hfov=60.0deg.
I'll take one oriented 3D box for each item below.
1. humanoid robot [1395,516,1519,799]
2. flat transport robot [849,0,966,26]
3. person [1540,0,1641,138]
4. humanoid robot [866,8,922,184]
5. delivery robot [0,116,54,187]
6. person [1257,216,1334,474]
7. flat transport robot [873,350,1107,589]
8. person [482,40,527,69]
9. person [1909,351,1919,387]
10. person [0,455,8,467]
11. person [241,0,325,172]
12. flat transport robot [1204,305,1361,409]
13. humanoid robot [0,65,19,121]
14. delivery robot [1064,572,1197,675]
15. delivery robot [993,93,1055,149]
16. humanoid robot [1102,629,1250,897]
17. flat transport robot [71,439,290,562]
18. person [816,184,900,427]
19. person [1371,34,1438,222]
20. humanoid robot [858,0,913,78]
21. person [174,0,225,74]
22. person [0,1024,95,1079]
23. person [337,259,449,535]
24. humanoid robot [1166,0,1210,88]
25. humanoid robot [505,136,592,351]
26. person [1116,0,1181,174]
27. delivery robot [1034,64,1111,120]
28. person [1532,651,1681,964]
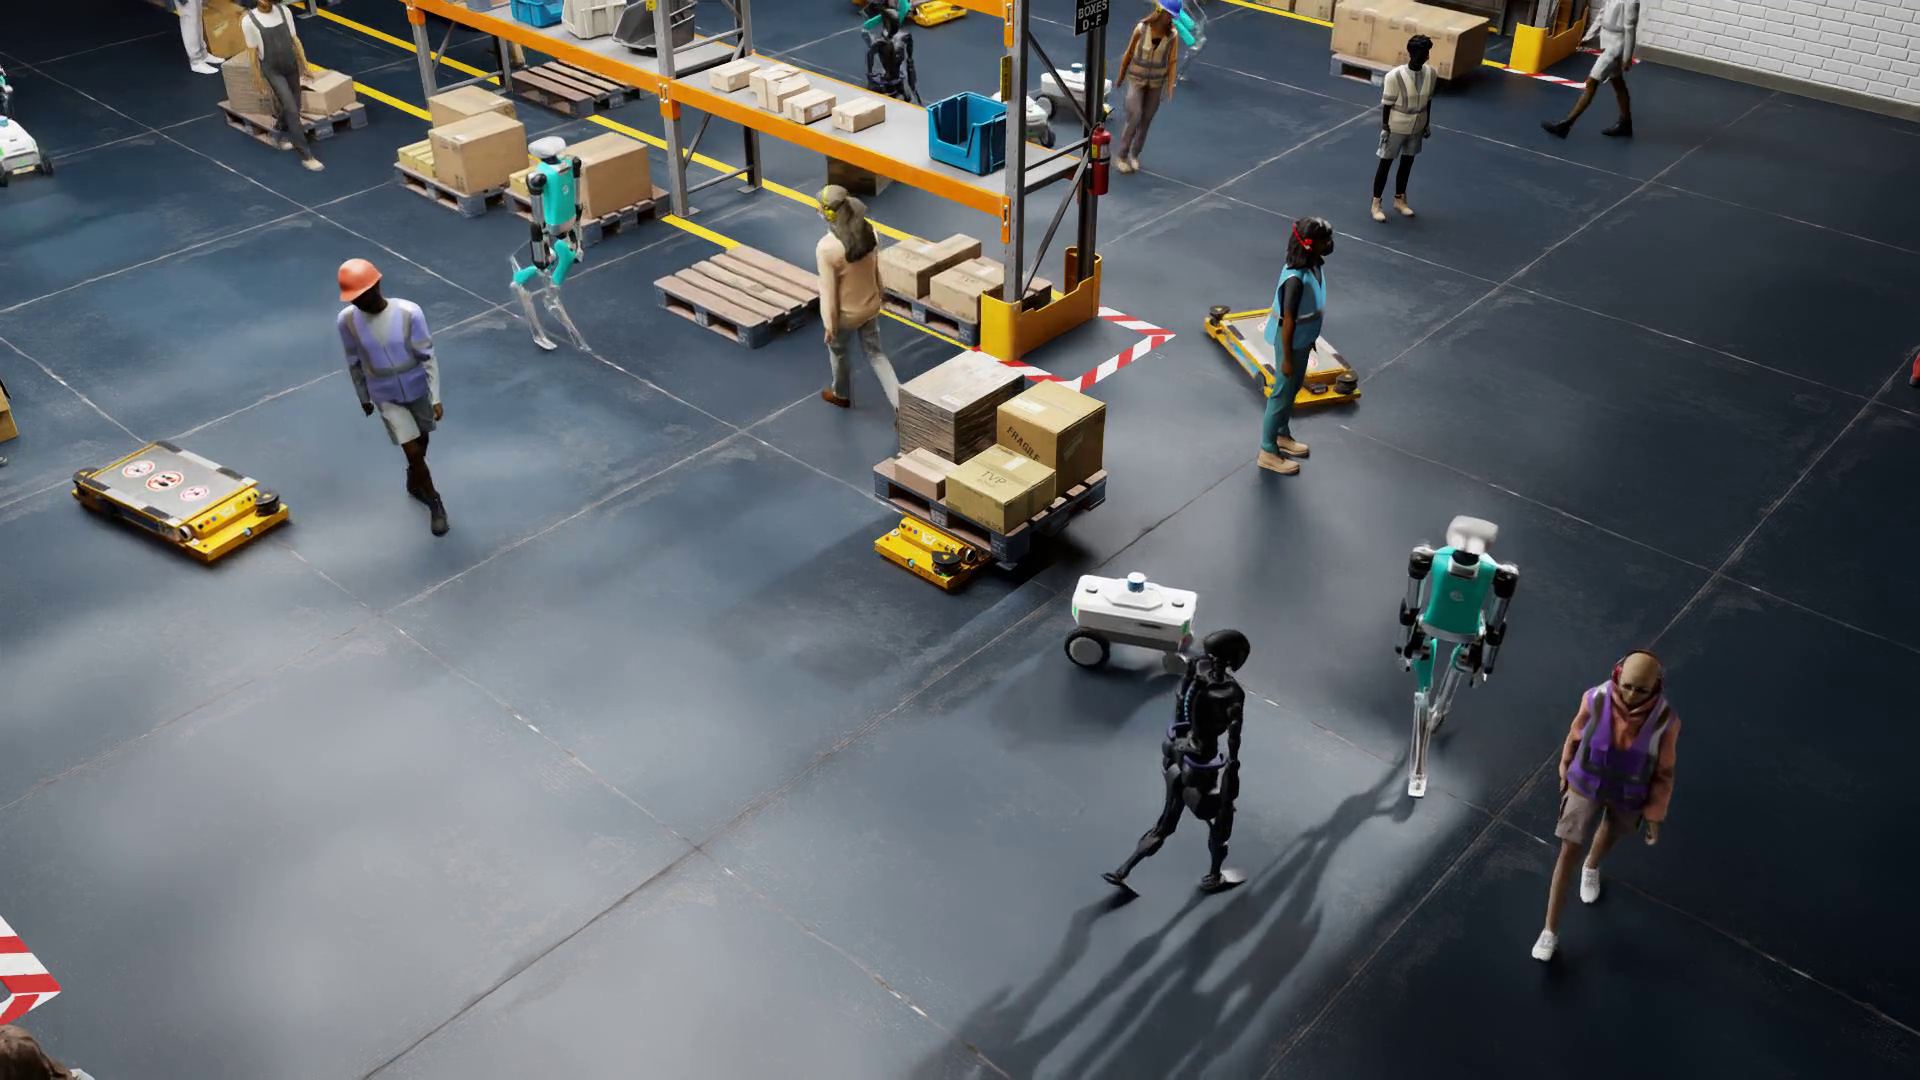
[{"bbox_3d":[2.611,0.488,8.857,0.530,1.757,1.022,12,37,17],"label":"humanoid robot"},{"bbox_3d":[-0.660,-6.602,20.375,1.431,0.231,0.659,29,44,35],"label":"flat transport robot"},{"bbox_3d":[6.434,-4.915,16.508,0.971,1.889,0.558,4,35,6],"label":"person"},{"bbox_3d":[-0.676,-4.238,15.742,0.613,1.655,0.480,-23,41,-29],"label":"humanoid robot"},{"bbox_3d":[-9.143,-3.784,16.020,0.499,0.570,0.753,-26,42,-32],"label":"delivery robot"},{"bbox_3d":[2.278,-1.335,11.350,0.390,1.860,0.506,19,39,25],"label":"person"},{"bbox_3d":[0.158,-0.172,11.059,0.659,0.231,1.431,27,43,33],"label":"flat transport robot"},{"bbox_3d":[-5.189,-6.121,18.417,0.848,1.696,0.646,16,38,22],"label":"person"},{"bbox_3d":[7.472,-1.892,12.241,0.516,1.756,0.336,24,41,31],"label":"person"},{"bbox_3d":[-6.937,-1.231,11.221,0.404,1.827,0.599,15,37,21],"label":"person"},{"bbox_3d":[-6.567,-4.515,15.991,0.879,1.813,0.513,23,41,29],"label":"person"},{"bbox_3d":[2.489,-1.452,12.914,0.659,0.231,1.431,-10,36,-14],"label":"flat transport robot"},{"bbox_3d":[-9.875,-4.954,16.692,0.664,1.802,0.537,22,40,28],"label":"humanoid robot"},{"bbox_3d":[1.013,0.466,9.897,0.814,0.610,0.499,9,36,13],"label":"delivery robot"},{"bbox_3d":[0.599,-4.237,16.683,0.499,0.578,0.764,-12,36,-17],"label":"delivery robot"},{"bbox_3d":[1.089,1.114,8.006,0.739,1.645,0.614,-12,36,-16],"label":"humanoid robot"},{"bbox_3d":[-5.279,-0.287,11.226,1.431,0.231,0.659,20,39,26],"label":"flat transport robot"},{"bbox_3d":[-0.736,-1.645,11.815,0.599,1.834,0.876,-27,43,-34],"label":"person"},{"bbox_3d":[3.988,-3.697,14.912,0.531,1.692,0.319,-12,36,-17],"label":"person"},{"bbox_3d":[-0.809,-5.814,17.994,0.743,1.843,0.554,14,37,19],"label":"humanoid robot"},{"bbox_3d":[-8.463,-6.102,18.212,0.406,1.904,0.650,-5,35,-7],"label":"person"},{"bbox_3d":[-3.277,2.366,6.153,0.495,1.661,0.335,-16,38,-22],"label":"person"},{"bbox_3d":[-3.642,-0.965,10.782,0.538,1.883,0.708,-16,38,-21],"label":"person"},{"bbox_3d":[2.418,-5.709,17.791,0.754,1.776,0.530,11,36,15],"label":"humanoid robot"},{"bbox_3d":[-3.215,-2.256,12.795,0.764,1.792,0.552,17,38,23],"label":"humanoid robot"},{"bbox_3d":[1.767,-4.324,15.783,0.537,1.718,0.477,-3,35,-4],"label":"person"},{"bbox_3d":[1.192,-4.650,17.289,0.791,0.589,0.499,20,39,26],"label":"delivery robot"},{"bbox_3d":[3.049,1.230,7.808,0.503,1.649,0.882,14,37,20],"label":"person"}]
